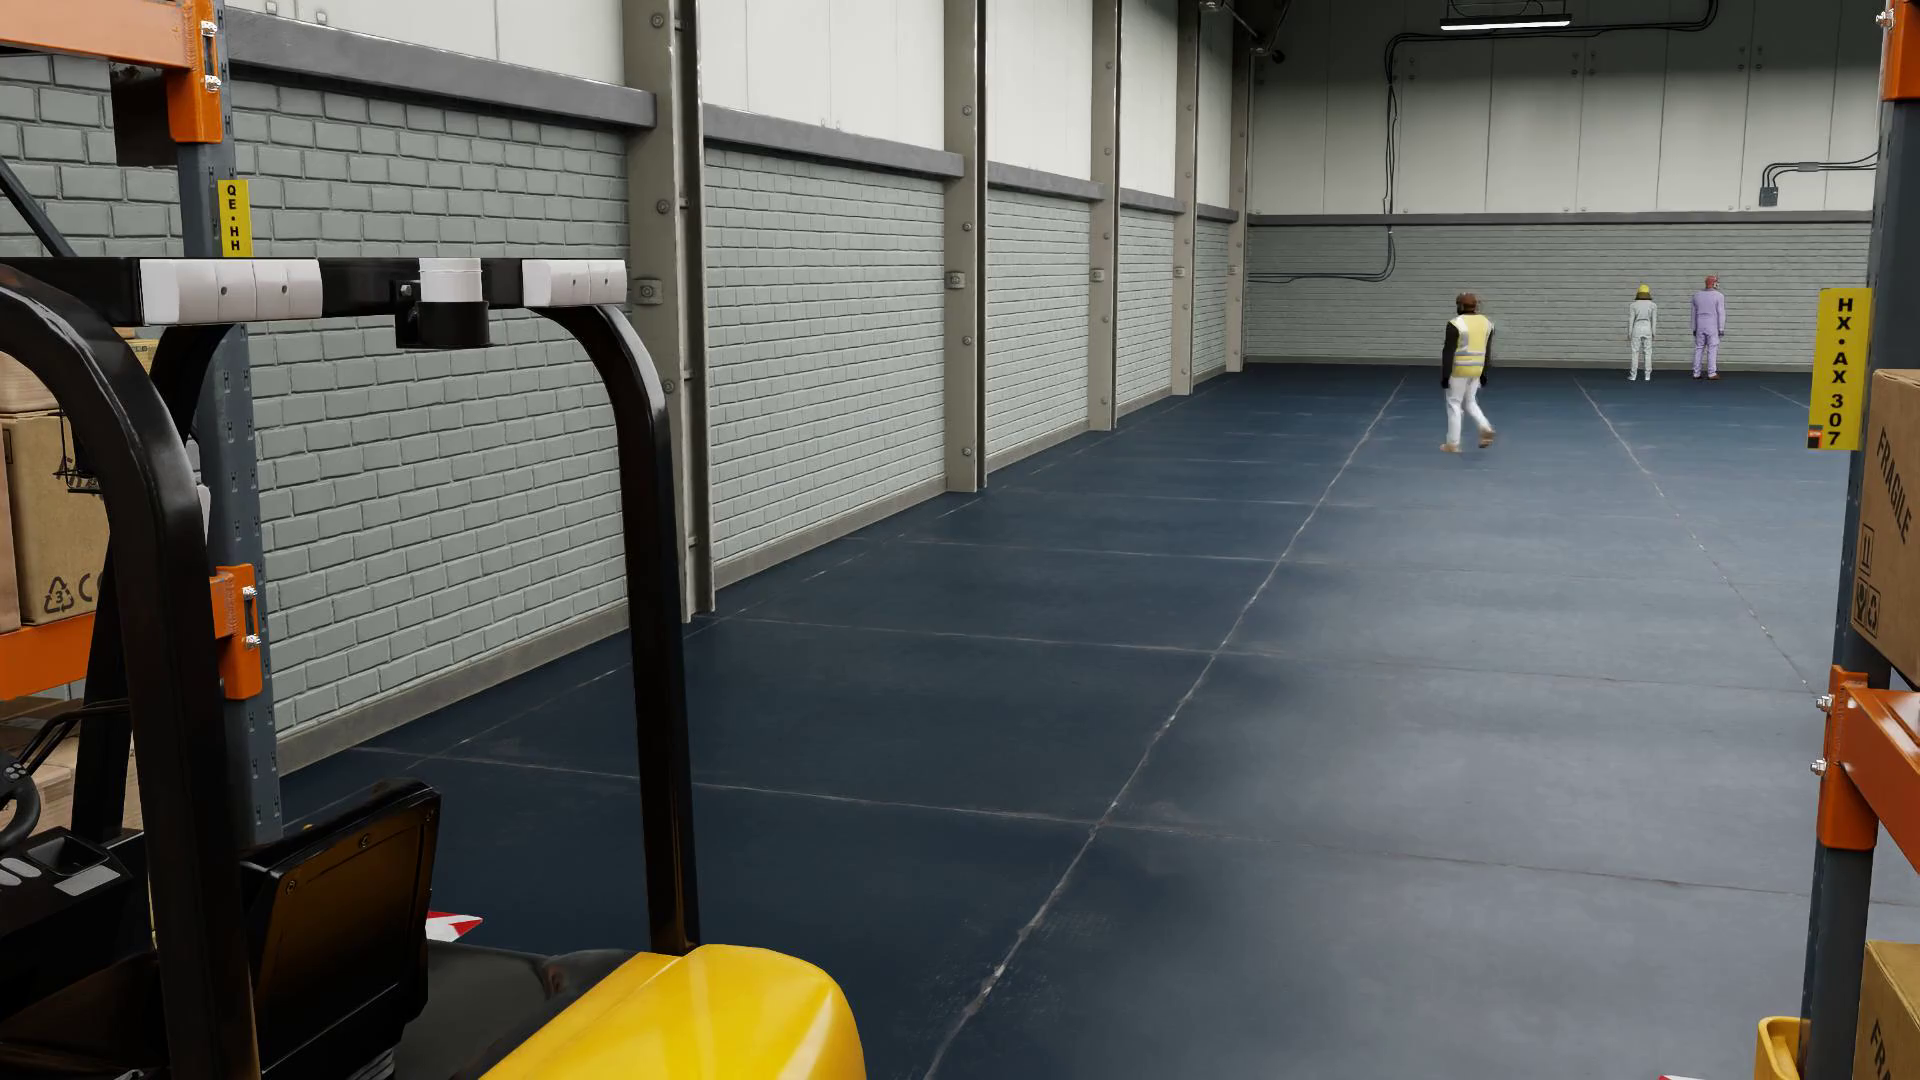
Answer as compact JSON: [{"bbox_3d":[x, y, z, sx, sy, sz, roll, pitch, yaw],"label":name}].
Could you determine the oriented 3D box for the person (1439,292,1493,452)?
[{"bbox_3d":[5.728,-1.885,18.813,0.631,1.830,0.528,-5,11,-28],"label":"person"}]

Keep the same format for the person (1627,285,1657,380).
[{"bbox_3d":[12.450,-3.789,30.393,0.492,1.740,0.325,2,10,10],"label":"person"}]

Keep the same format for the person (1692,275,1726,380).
[{"bbox_3d":[13.725,-3.884,30.472,0.409,1.908,0.639,-6,11,-33],"label":"person"}]
